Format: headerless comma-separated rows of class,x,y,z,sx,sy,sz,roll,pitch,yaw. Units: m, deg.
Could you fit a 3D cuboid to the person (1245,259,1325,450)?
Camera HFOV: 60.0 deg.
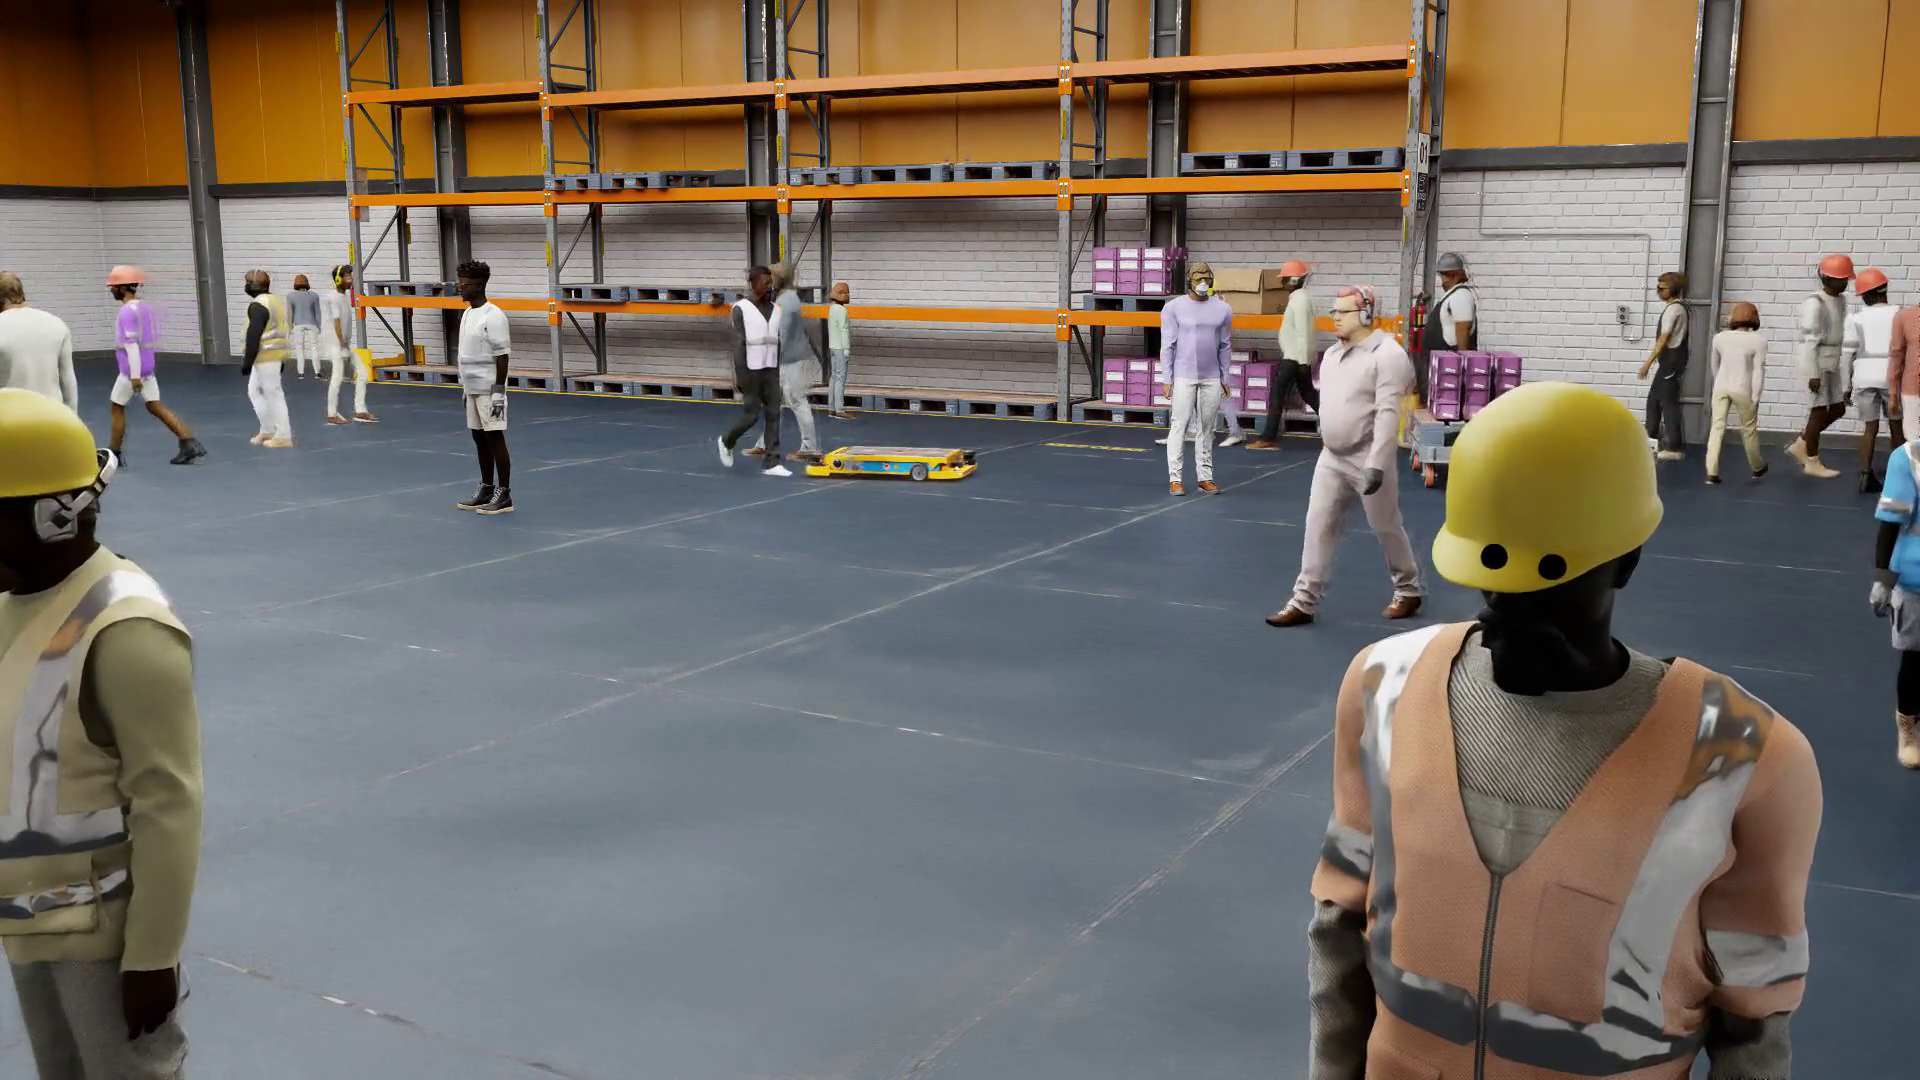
person,3.476,-1.865,16.856,1.018,1.957,0.600,3,11,17

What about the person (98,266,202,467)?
person,-7.698,-1.625,15.631,0.983,1.895,0.560,-1,10,-8

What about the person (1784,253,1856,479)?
person,7.675,-1.534,14.779,0.679,2.005,0.526,-7,12,-36

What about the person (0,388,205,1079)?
person,-1.570,0.643,2.952,0.600,1.827,0.404,8,13,39

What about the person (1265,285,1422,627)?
person,2.182,-0.453,9.087,0.980,1.865,0.647,-6,12,-32

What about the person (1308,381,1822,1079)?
person,0.681,0.761,2.040,0.585,1.916,0.387,8,13,37

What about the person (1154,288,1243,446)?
person,2.523,-1.807,17.135,0.907,1.725,0.531,-2,10,-10

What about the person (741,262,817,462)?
person,-1.767,-1.682,15.886,0.873,1.904,0.652,-1,10,-5

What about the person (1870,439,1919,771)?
person,3.724,0.144,6.265,0.534,1.658,0.863,5,11,24

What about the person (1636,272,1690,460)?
person,6.795,-1.679,16.125,0.602,1.820,0.529,5,11,25

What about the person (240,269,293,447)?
person,-7.195,-1.855,17.087,0.627,1.824,0.621,-2,10,-10

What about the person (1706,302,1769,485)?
person,6.816,-1.285,14.571,0.507,1.578,0.873,10,14,43

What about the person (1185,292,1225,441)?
person,2.556,-1.991,17.704,0.573,1.887,0.354,-7,12,-34

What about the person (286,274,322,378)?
person,-10.287,-3.349,26.113,0.499,1.633,0.282,-4,11,-22

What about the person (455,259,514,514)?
person,-3.706,-1.183,12.910,0.361,1.960,0.614,-8,13,-40

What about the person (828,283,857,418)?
person,-1.440,-2.286,20.087,0.265,1.632,0.508,-4,11,-23

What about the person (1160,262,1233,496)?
person,1.970,-1.337,13.858,0.631,1.940,0.372,-3,10,-14

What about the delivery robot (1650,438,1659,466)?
delivery robot,5.771,-0.814,14.543,0.477,0.478,0.707,-2,10,-13

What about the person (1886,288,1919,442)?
person,7.405,-1.146,12.682,0.632,1.968,0.615,6,12,30

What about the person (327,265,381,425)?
person,-7.059,-2.250,19.277,0.720,1.841,0.573,0,10,-3

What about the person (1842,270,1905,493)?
person,7.804,-1.341,14.088,0.627,1.866,0.692,6,12,30

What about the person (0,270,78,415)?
person,-6.169,-0.822,11.021,0.423,1.913,0.663,6,12,31

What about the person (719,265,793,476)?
person,-1.855,-1.533,15.063,0.717,1.903,0.601,8,13,38

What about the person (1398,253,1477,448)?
person,4.860,-1.907,16.791,0.960,2.000,0.705,3,10,16

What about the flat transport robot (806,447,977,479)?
flat transport robot,-0.606,-0.705,14.996,1.431,0.197,0.652,2,10,12
